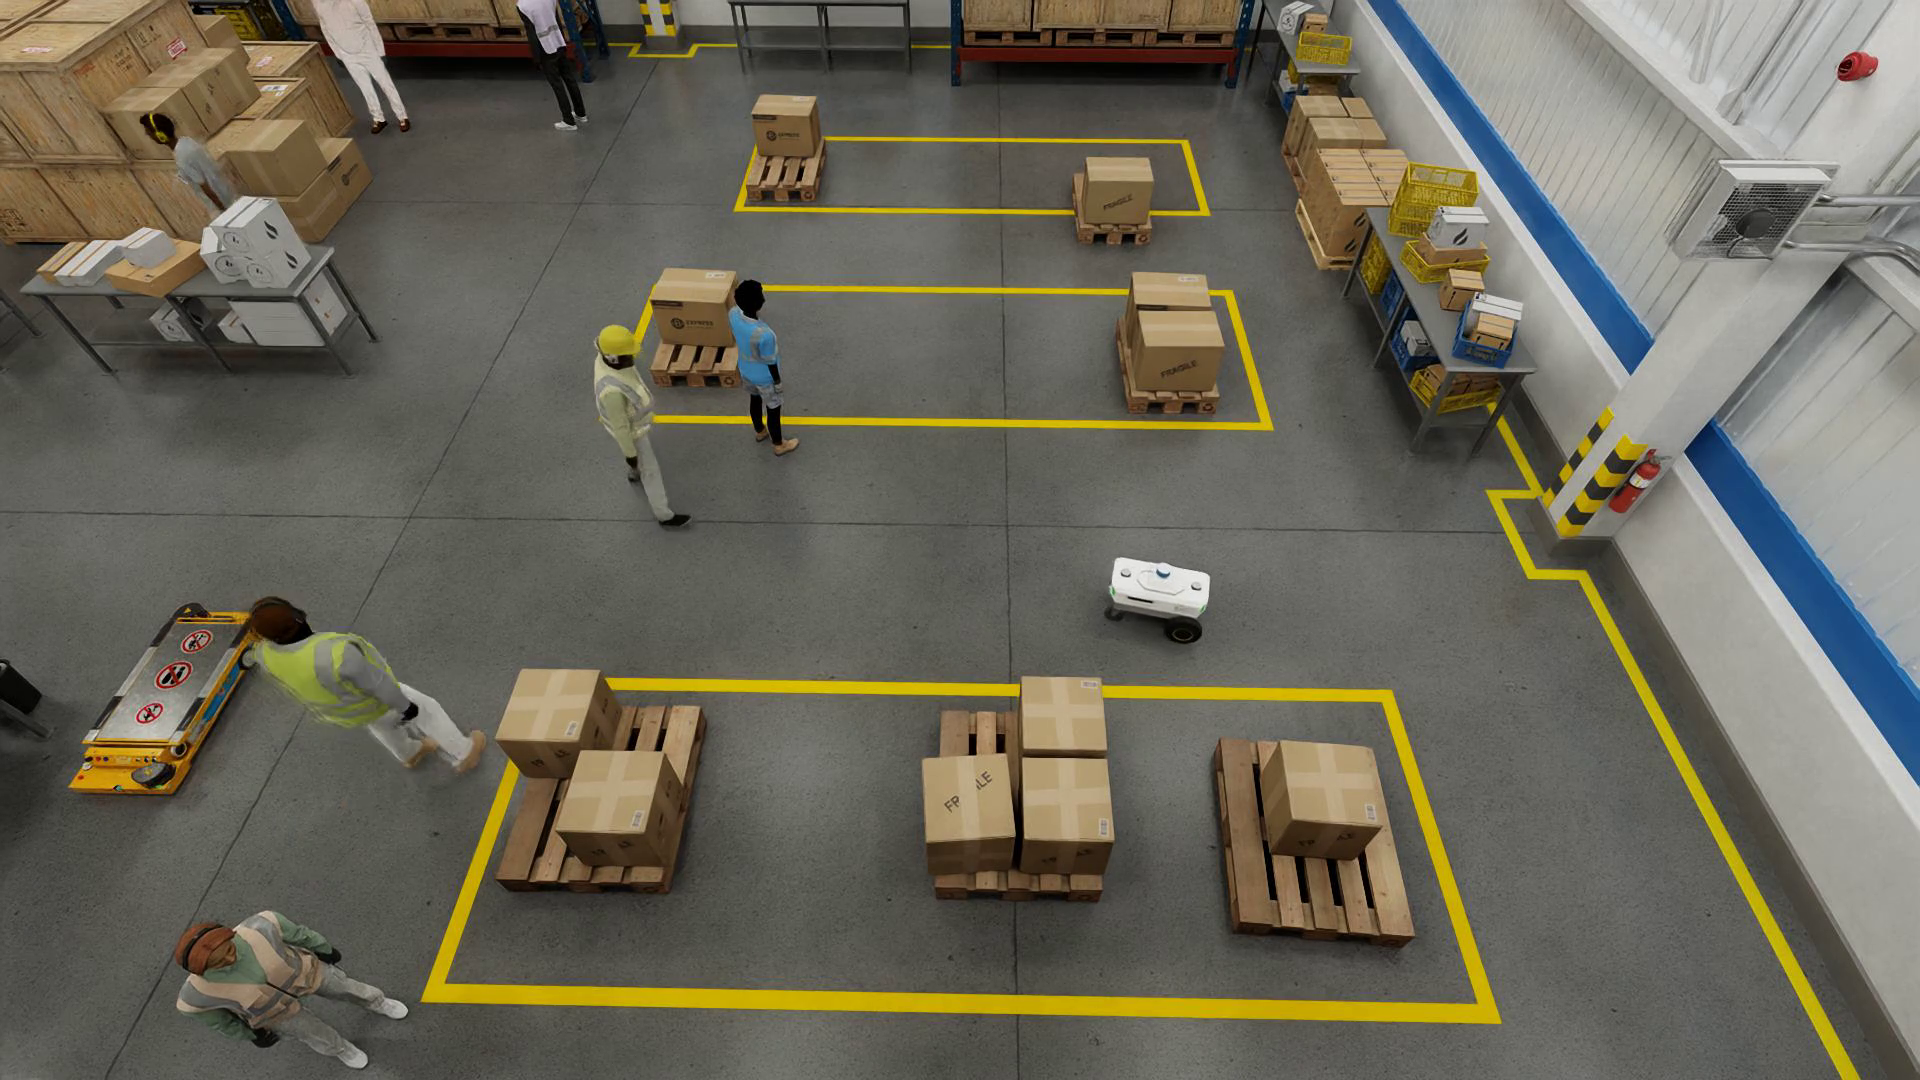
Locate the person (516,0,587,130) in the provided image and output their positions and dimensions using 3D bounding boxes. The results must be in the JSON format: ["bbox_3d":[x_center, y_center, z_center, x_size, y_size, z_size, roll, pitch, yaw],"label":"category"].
[{"bbox_3d":[-5.140,-6.156,11.487,0.391,1.919,0.591,17,52,14],"label":"person"}]

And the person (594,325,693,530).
[{"bbox_3d":[-2.536,-0.898,7.126,0.486,1.797,0.705,-11,51,-9],"label":"person"}]

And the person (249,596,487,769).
[{"bbox_3d":[-3.574,0.918,5.572,0.723,1.809,0.507,7,50,6],"label":"person"}]

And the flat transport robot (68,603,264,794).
[{"bbox_3d":[-5.504,1.072,6.442,0.652,0.197,1.431,1,50,1],"label":"flat transport robot"}]

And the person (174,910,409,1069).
[{"bbox_3d":[-3.339,2.244,4.565,0.313,1.634,0.514,19,52,15],"label":"person"}]

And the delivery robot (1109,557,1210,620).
[{"bbox_3d":[1.470,0.356,6.799,0.707,0.478,0.477,11,50,8],"label":"delivery robot"}]

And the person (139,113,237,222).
[{"bbox_3d":[-7.367,-3.411,9.224,0.917,1.834,0.506,-10,51,-9],"label":"person"}]

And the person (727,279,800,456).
[{"bbox_3d":[-1.648,-1.407,7.617,0.319,1.690,0.527,-37,59,-27],"label":"person"}]

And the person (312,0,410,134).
[{"bbox_3d":[-7.492,-6.067,11.421,0.638,1.906,0.406,-5,50,-4],"label":"person"}]
